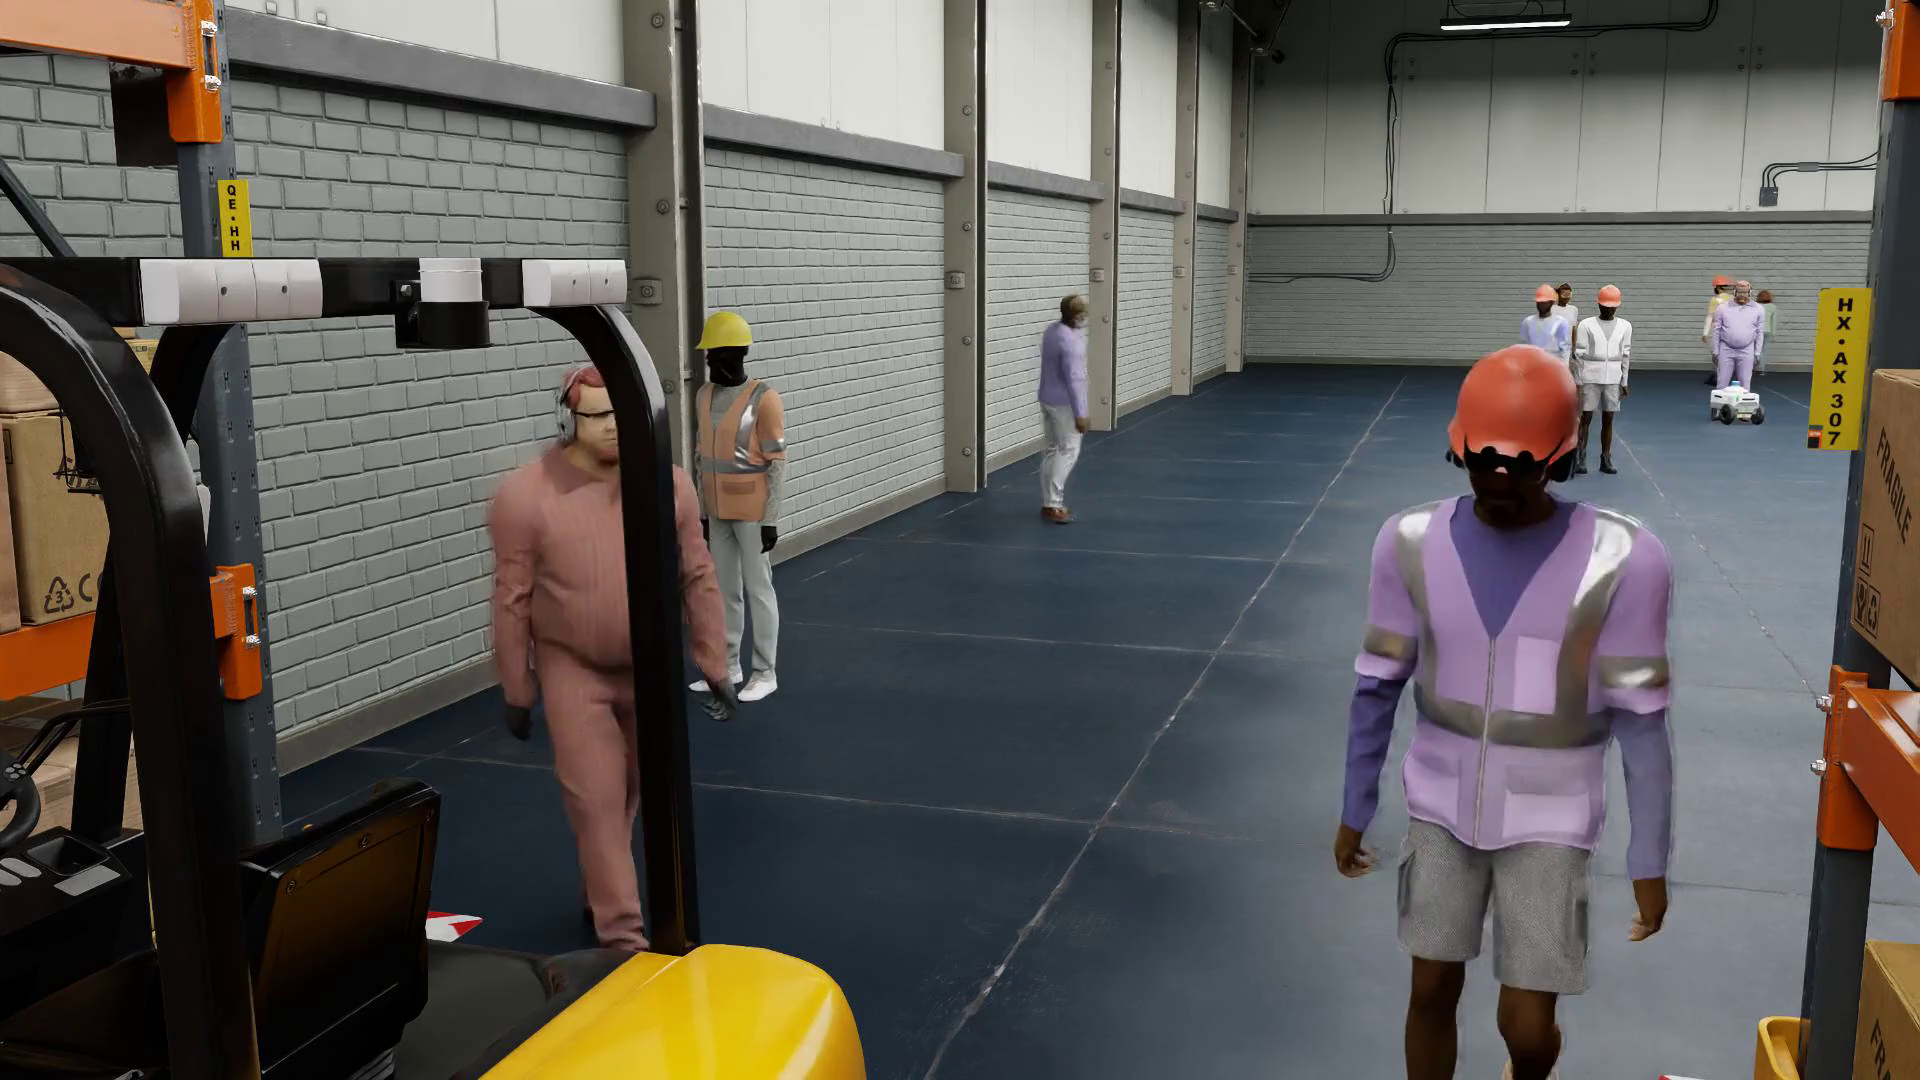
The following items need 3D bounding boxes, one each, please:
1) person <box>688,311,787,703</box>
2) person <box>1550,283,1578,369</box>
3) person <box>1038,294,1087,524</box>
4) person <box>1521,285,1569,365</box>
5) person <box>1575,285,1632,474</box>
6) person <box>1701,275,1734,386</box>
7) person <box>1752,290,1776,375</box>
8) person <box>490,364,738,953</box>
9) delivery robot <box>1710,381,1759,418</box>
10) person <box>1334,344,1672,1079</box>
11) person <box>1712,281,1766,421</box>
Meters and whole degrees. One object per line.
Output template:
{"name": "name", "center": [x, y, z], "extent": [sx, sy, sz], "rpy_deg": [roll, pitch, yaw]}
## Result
{"name": "person", "center": [-1.110, -0.160, 8.229], "extent": [0.589, 1.927, 0.388], "rpy_deg": [8, 13, 40]}
{"name": "person", "center": [8.426, -2.666, 23.363], "extent": [0.510, 1.864, 0.312], "rpy_deg": [-2, 10, -11]}
{"name": "person", "center": [0.831, -1.088, 13.870], "extent": [0.383, 1.899, 0.718], "rpy_deg": [-2, 10, -14]}
{"name": "person", "center": [6.716, -1.976, 19.112], "extent": [0.552, 1.913, 0.866], "rpy_deg": [9, 13, 44]}
{"name": "person", "center": [6.566, -1.631, 16.992], "extent": [0.543, 1.928, 0.373], "rpy_deg": [1, 10, 5]}
{"name": "person", "center": [13.102, -3.623, 28.877], "extent": [0.580, 1.915, 0.681], "rpy_deg": [-5, 11, -27]}
{"name": "person", "center": [15.282, -3.959, 31.798], "extent": [0.531, 1.623, 0.471], "rpy_deg": [-3, 10, -17]}
{"name": "person", "center": [-1.005, 0.414, 4.985], "extent": [0.666, 1.858, 0.976], "rpy_deg": [-6, 11, -33]}
{"name": "delivery robot", "center": [10.380, -1.885, 22.286], "extent": [0.477, 0.478, 0.707], "rpy_deg": [0, 9, -4]}
{"name": "person", "center": [1.142, 0.589, 3.529], "extent": [0.724, 2.006, 0.550], "rpy_deg": [7, 12, 34]}
{"name": "person", "center": [10.569, -2.564, 22.620], "extent": [0.642, 1.906, 0.410], "rpy_deg": [4, 10, 23]}
